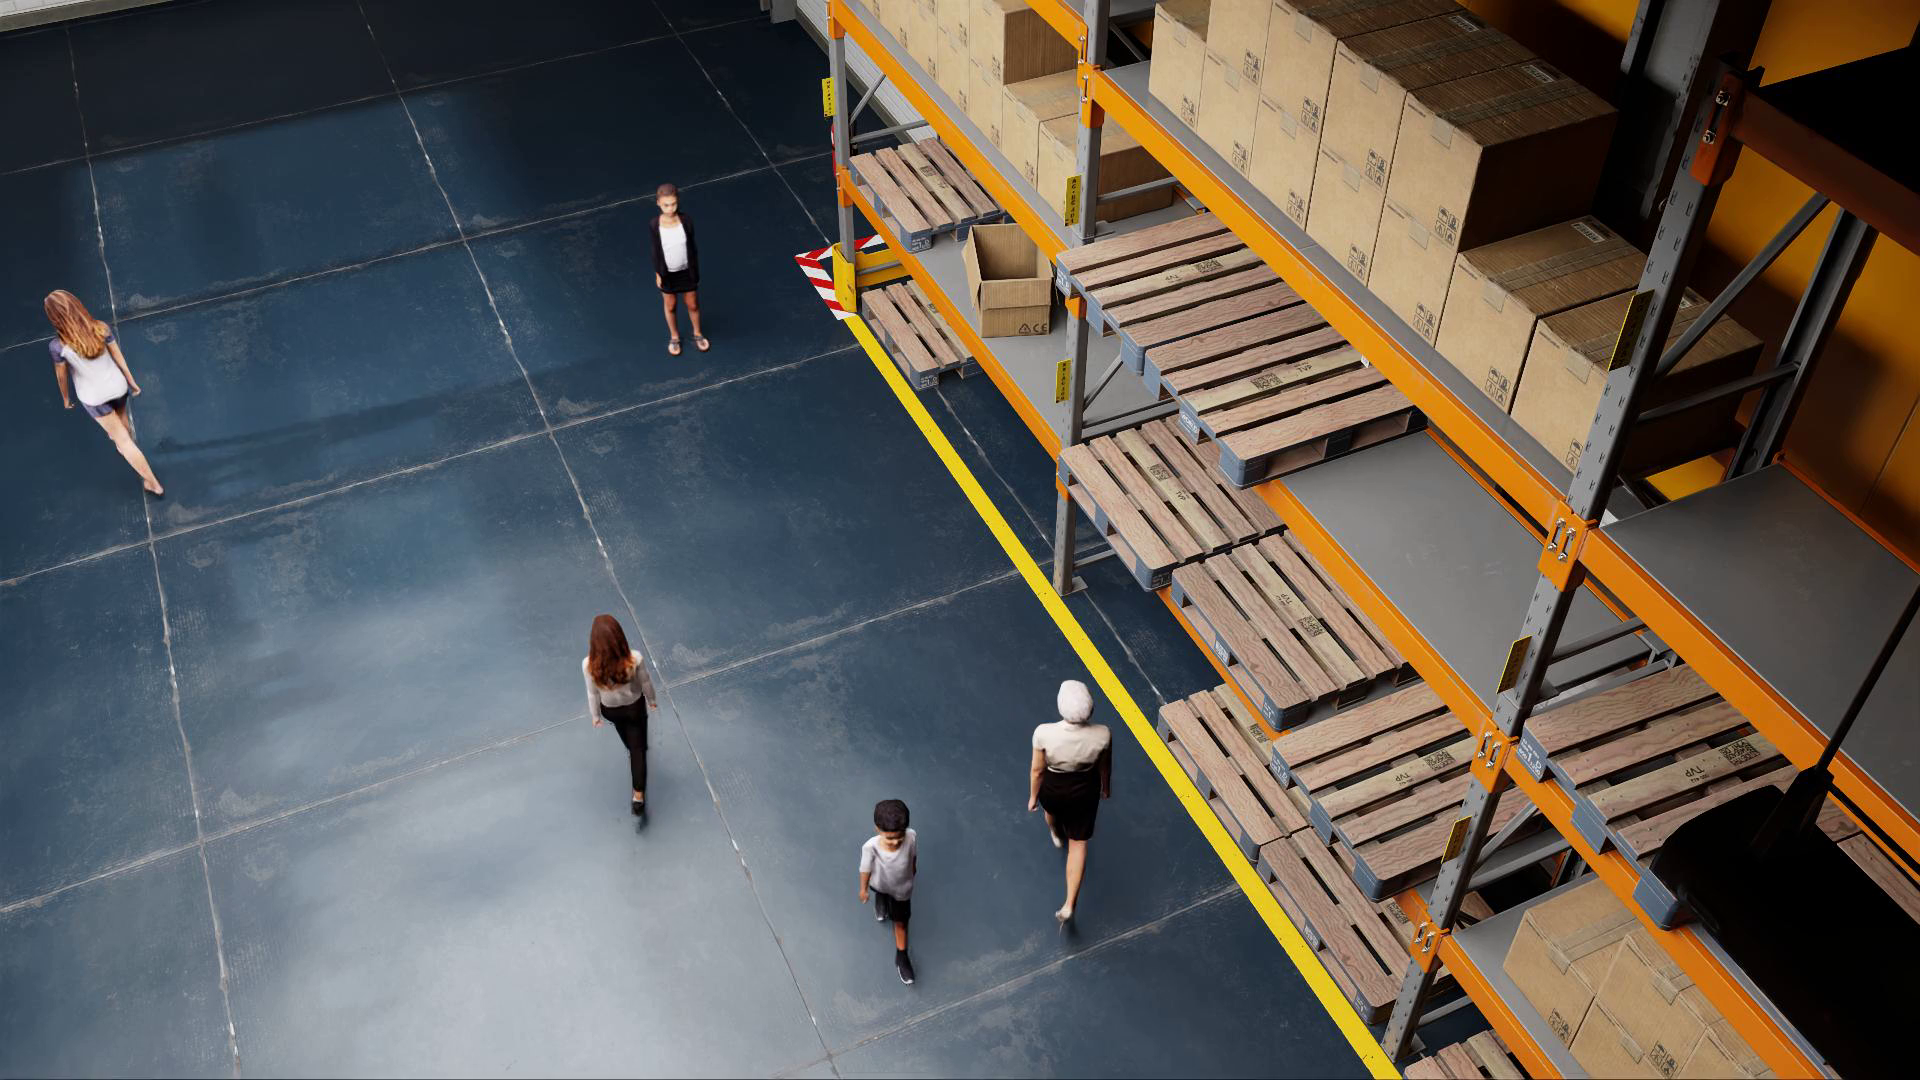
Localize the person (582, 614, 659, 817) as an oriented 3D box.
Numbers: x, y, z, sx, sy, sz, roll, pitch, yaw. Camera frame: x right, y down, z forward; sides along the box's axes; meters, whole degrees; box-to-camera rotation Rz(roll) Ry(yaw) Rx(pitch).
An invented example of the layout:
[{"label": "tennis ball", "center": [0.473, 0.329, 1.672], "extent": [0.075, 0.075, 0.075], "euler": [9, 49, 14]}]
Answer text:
[{"label": "person", "center": [-2.040, 1.063, 10.122], "extent": [0.750, 1.457, 1.040], "euler": [-5, 44, -5]}]

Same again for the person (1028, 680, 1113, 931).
[{"label": "person", "center": [0.624, 1.507, 9.466], "extent": [0.962, 1.720, 1.181], "euler": [2, 44, 2]}]

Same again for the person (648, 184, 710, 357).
[{"label": "person", "center": [-2.302, -2.211, 13.491], "extent": [0.570, 1.551, 0.590], "euler": [-7, 44, -8]}]

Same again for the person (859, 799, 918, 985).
[{"label": "person", "center": [-0.413, 1.855, 9.462], "extent": [0.642, 1.221, 0.954], "euler": [-7, 44, -8]}]

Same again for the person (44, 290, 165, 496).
[{"label": "person", "center": [-6.207, -1.024, 12.152], "extent": [1.150, 1.679, 0.915], "euler": [31, 52, 28]}]
